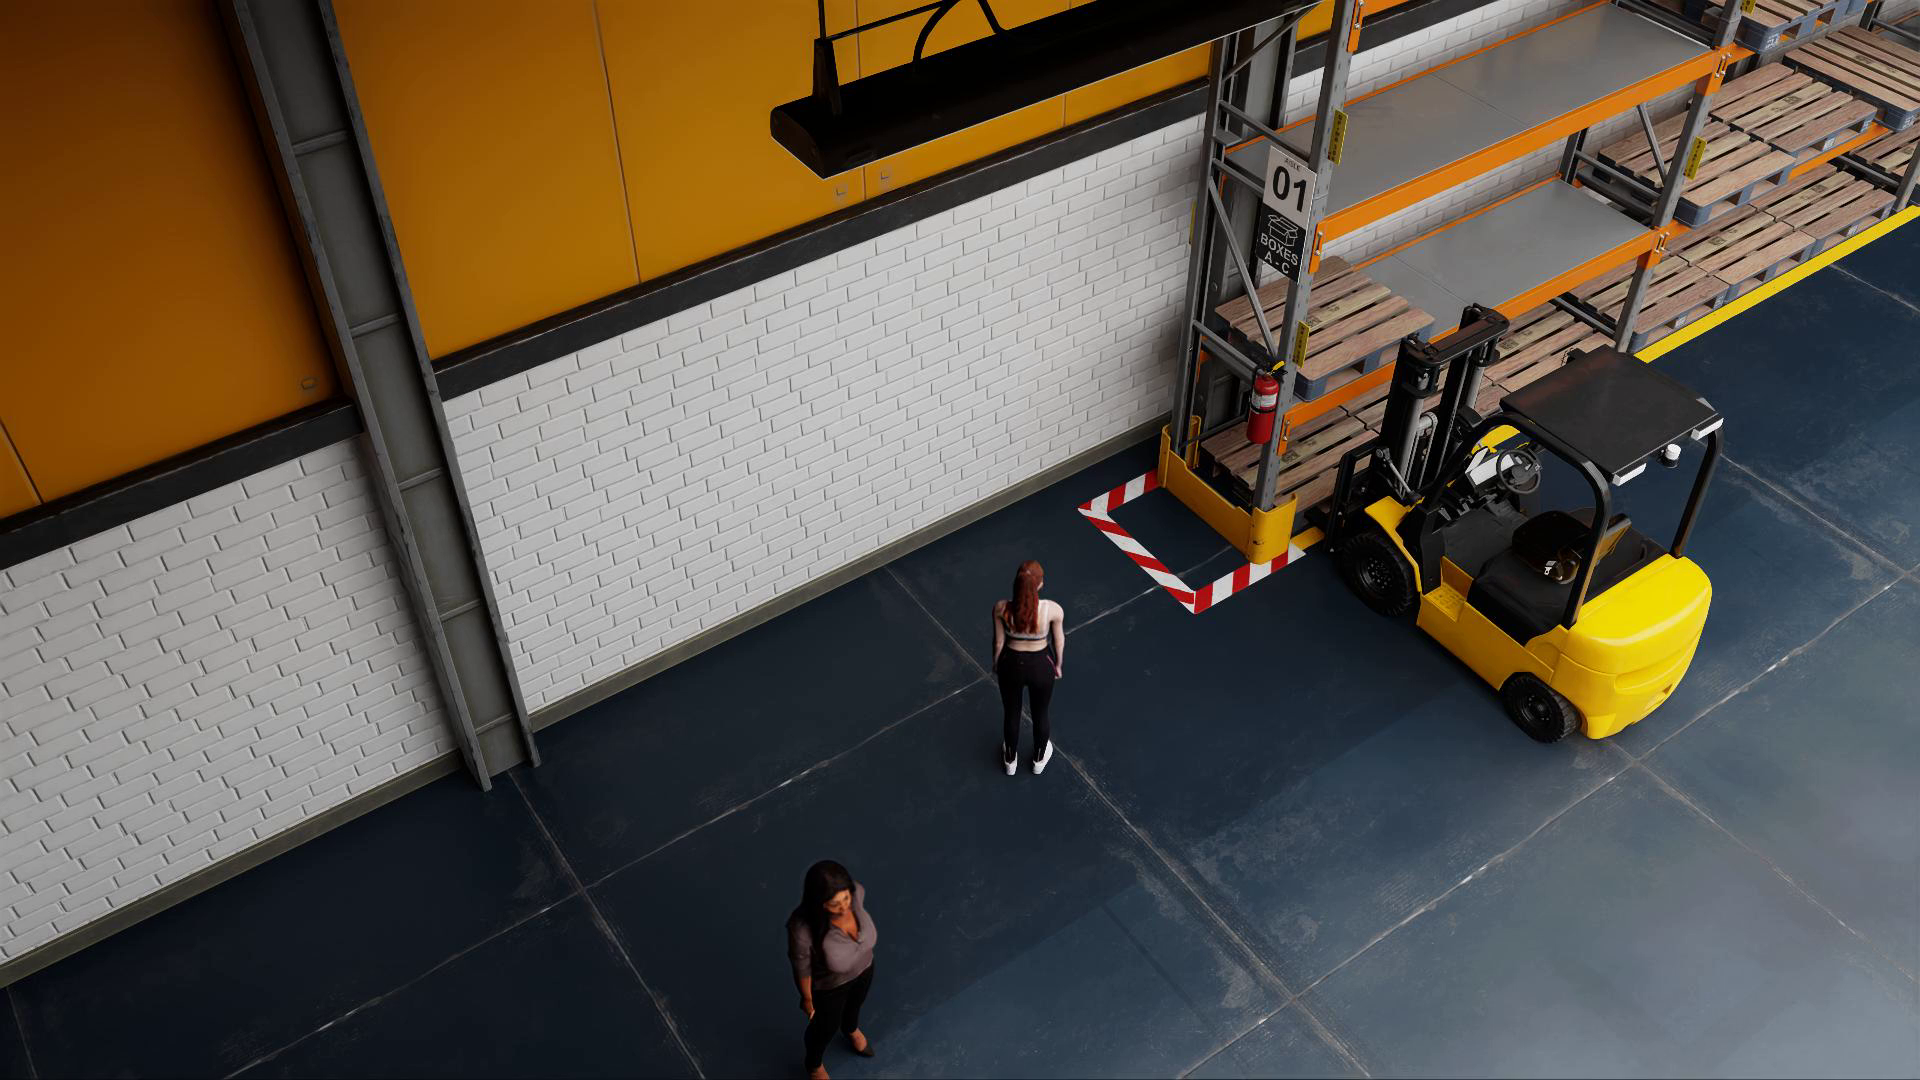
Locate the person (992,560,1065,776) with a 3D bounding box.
[{"bbox_3d":[0.400,0.788,10.131,0.640,1.742,0.717,3,44,3],"label":"person"}]

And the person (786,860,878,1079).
[{"bbox_3d":[-0.647,2.226,8.550,0.769,1.840,0.616,31,52,28],"label":"person"}]
